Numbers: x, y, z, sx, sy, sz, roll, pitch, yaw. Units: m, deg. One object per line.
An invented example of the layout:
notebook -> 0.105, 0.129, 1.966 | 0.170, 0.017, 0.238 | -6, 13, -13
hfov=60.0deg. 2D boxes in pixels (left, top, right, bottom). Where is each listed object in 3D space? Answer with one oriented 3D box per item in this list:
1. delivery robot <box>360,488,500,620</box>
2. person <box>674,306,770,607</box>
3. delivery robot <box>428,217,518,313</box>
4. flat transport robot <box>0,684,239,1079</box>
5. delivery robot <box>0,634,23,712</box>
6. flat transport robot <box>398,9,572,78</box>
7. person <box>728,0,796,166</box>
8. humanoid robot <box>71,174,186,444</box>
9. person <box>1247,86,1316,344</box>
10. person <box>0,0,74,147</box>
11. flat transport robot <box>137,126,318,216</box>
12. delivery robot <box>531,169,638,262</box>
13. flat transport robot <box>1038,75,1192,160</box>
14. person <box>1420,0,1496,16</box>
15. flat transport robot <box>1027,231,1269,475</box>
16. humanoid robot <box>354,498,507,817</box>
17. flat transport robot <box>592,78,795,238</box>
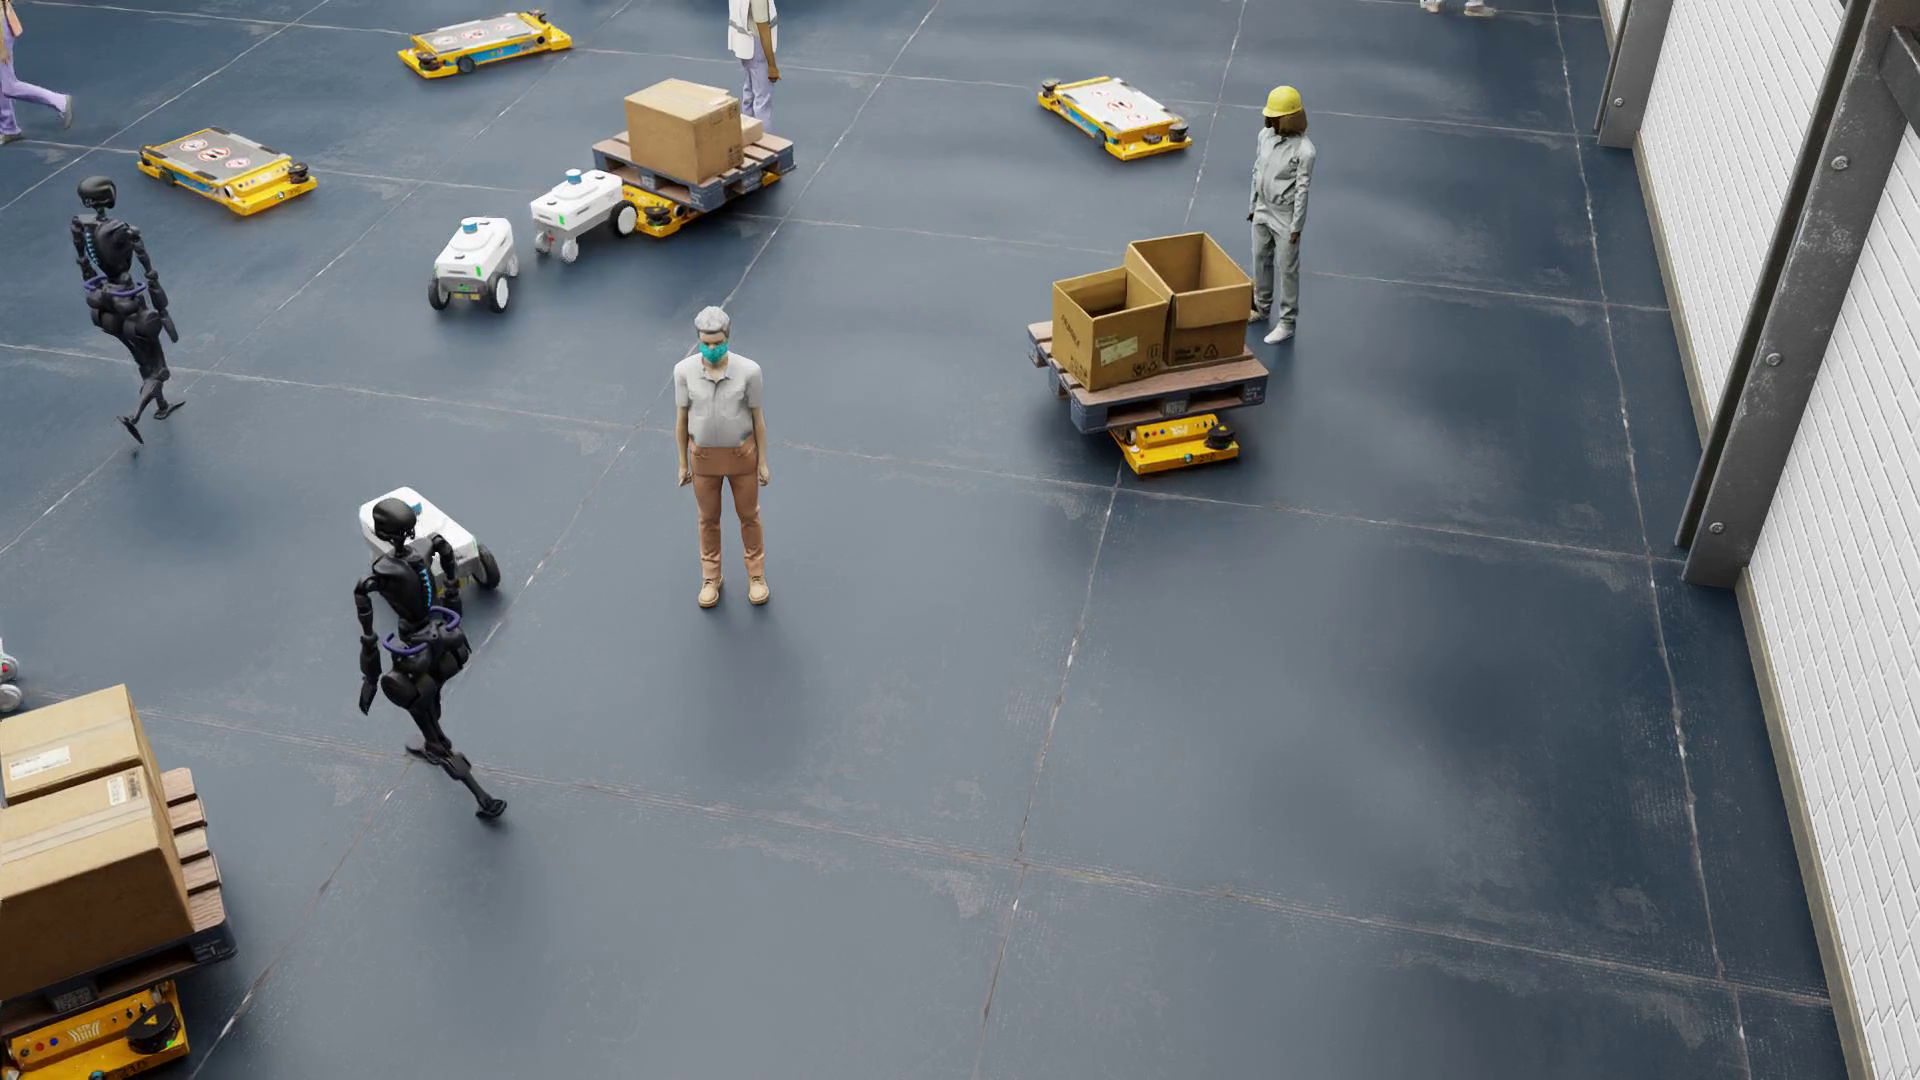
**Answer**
delivery robot -> -2.889, 0.031, 8.927 | 0.773, 0.582, 0.499 | 31, 46, 34
person -> -1.219, -0.418, 8.542 | 0.472, 1.749, 0.320 | -2, 37, -3
delivery robot -> -3.370, -1.955, 11.580 | 0.499, 0.575, 0.759 | 4, 37, 5
flat transport robot -> -3.689, 1.700, 6.944 | 0.659, 0.231, 1.431 | -18, 40, -22
delivery robot -> -5.043, 0.644, 8.102 | 0.759, 0.575, 0.499 | -18, 40, -23
flat transport robot -> -4.386, -4.583, 15.351 | 1.431, 0.231, 0.659 | -24, 43, -28
person -> -1.590, -3.792, 12.973 | 0.390, 1.849, 0.565 | -17, 40, -22
humanoid robot -> -5.020, -1.360, 9.880 | 0.586, 1.636, 0.637 | 11, 38, 15
person -> 2.060, -2.122, 10.840 | 0.350, 1.732, 0.482 | -23, 43, -28
person -> -7.710, -4.057, 13.350 | 0.598, 1.819, 0.616 | 24, 43, 29
flat transport robot -> -5.808, -2.931, 13.140 | 1.431, 0.231, 0.659 | 24, 43, 28
delivery robot -> -2.784, -2.435, 12.253 | 0.499, 0.613, 0.796 | 20, 41, 25
flat transport robot -> 1.290, -3.587, 14.019 | 0.659, 0.231, 1.431 | -17, 40, -22
person -> 4.880, -5.941, 15.849 | 0.798, 1.872, 0.361 | 19, 41, 24
flat transport robot -> 1.158, -0.911, 10.438 | 0.659, 0.231, 1.431 | -10, 38, -14
humanoid robot -> -2.399, 0.521, 7.407 | 0.791, 1.644, 0.589 | 20, 41, 24
flat transport robot -> -2.057, -2.758, 12.910 | 0.659, 0.231, 1.431 | 24, 43, 29
